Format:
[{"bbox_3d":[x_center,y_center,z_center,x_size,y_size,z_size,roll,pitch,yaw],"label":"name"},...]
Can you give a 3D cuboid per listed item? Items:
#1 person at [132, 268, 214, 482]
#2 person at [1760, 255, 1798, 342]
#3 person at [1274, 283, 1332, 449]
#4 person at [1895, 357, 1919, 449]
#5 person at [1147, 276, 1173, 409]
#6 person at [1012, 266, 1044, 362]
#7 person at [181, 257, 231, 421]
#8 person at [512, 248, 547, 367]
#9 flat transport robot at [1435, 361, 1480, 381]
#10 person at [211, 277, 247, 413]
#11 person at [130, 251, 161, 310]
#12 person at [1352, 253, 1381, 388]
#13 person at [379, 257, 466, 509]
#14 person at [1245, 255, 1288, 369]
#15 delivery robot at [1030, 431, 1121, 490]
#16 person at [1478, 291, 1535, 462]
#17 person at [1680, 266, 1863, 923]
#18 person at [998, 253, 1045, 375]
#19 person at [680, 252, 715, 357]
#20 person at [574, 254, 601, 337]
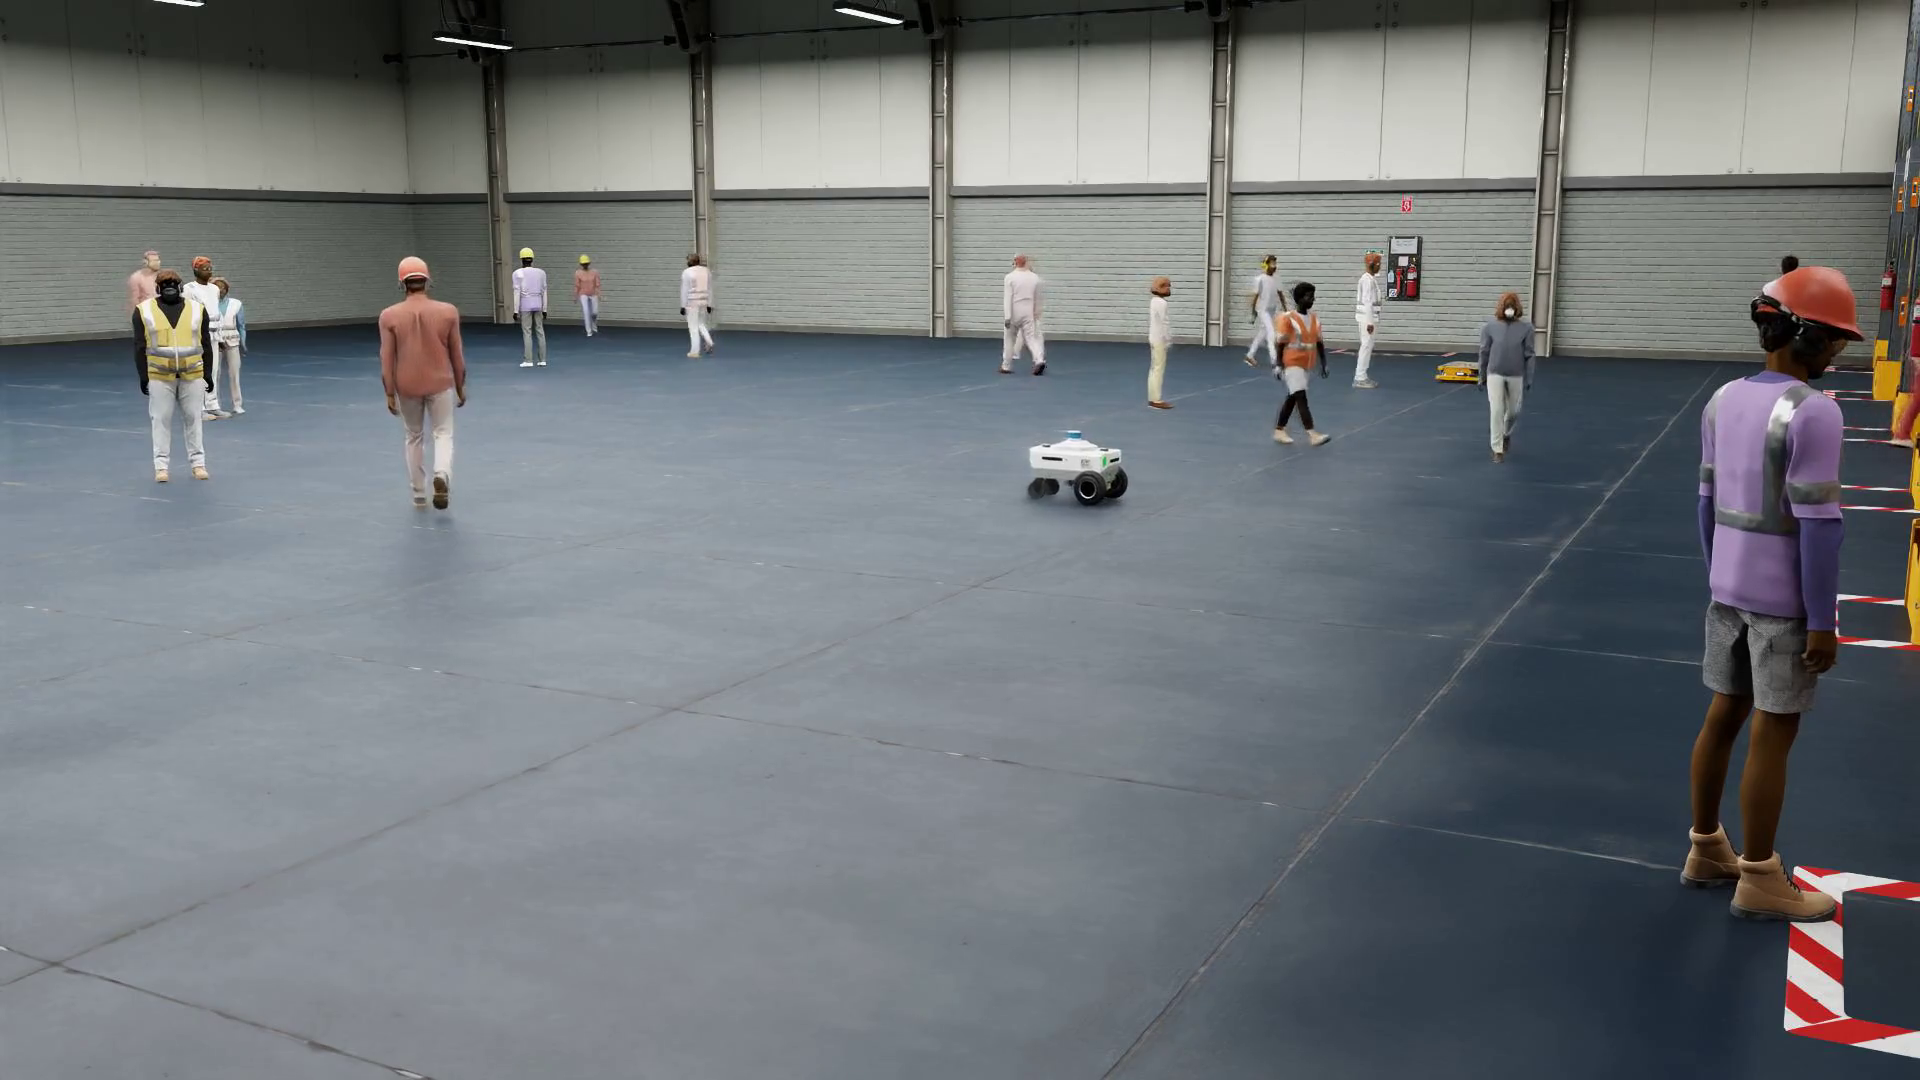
[{"bbox_3d":[-6.817,-1.428,14.465,0.624,1.845,0.430,-6,12,-30],"label":"person"},{"bbox_3d":[10.426,-2.655,21.039,0.593,1.892,0.854,9,14,40],"label":"person"},{"bbox_3d":[3.470,-1.749,16.704,0.553,1.644,0.875,-8,13,-36],"label":"person"},{"bbox_3d":[9.715,-1.746,16.507,0.689,1.720,0.586,6,12,31],"label":"person"},{"bbox_3d":[2.470,-2.431,20.502,0.269,1.632,0.504,-1,10,-8],"label":"person"},{"bbox_3d":[1.117,-3.813,28.080,0.749,1.602,0.539,8,13,37],"label":"person"},{"bbox_3d":[-8.738,-2.329,19.266,0.362,1.883,0.575,3,11,14],"label":"person"},{"bbox_3d":[-6.972,-3.759,26.938,0.591,1.926,0.387,-9,14,-40],"label":"person"},{"bbox_3d":[7.513,-2.500,24.596,0.652,0.197,1.431,5,12,27],"label":"flat transport robot"},{"bbox_3d":[-8.802,-2.317,19.871,0.522,1.636,0.310,-7,13,-35],"label":"person"},{"bbox_3d":[-11.939,-3.332,24.686,0.462,1.898,0.639,9,14,40],"label":"person"},{"bbox_3d":[5.729,-3.079,23.412,0.339,1.878,0.612,2,11,9],"label":"person"},{"bbox_3d":[-4.121,-1.184,12.785,0.627,1.969,0.759,-3,11,-16],"label":"person"},{"bbox_3d":[4.917,-3.668,26.755,0.504,1.827,0.985,-8,13,-39],"label":"person"},{"bbox_3d":[0.924,-0.636,13.402,0.707,0.478,0.477,6,12,29],"label":"delivery robot"},{"bbox_3d":[5.190,-1.565,15.850,0.504,1.612,0.645,2,11,10],"label":"person"},{"bbox_3d":[2.561,0.170,5.223,0.386,2.034,0.604,-2,10,-8],"label":"person"},{"bbox_3d":[0.960,-3.458,25.478,0.658,1.872,0.936,-6,12,-32],"label":"person"},{"bbox_3d":[-4.634,-4.117,29.158,0.449,1.831,0.626,8,13,36],"label":"person"},{"bbox_3d":[-7.847,-5.152,35.036,0.549,1.728,0.686,-4,11,-19],"label":"person"}]
